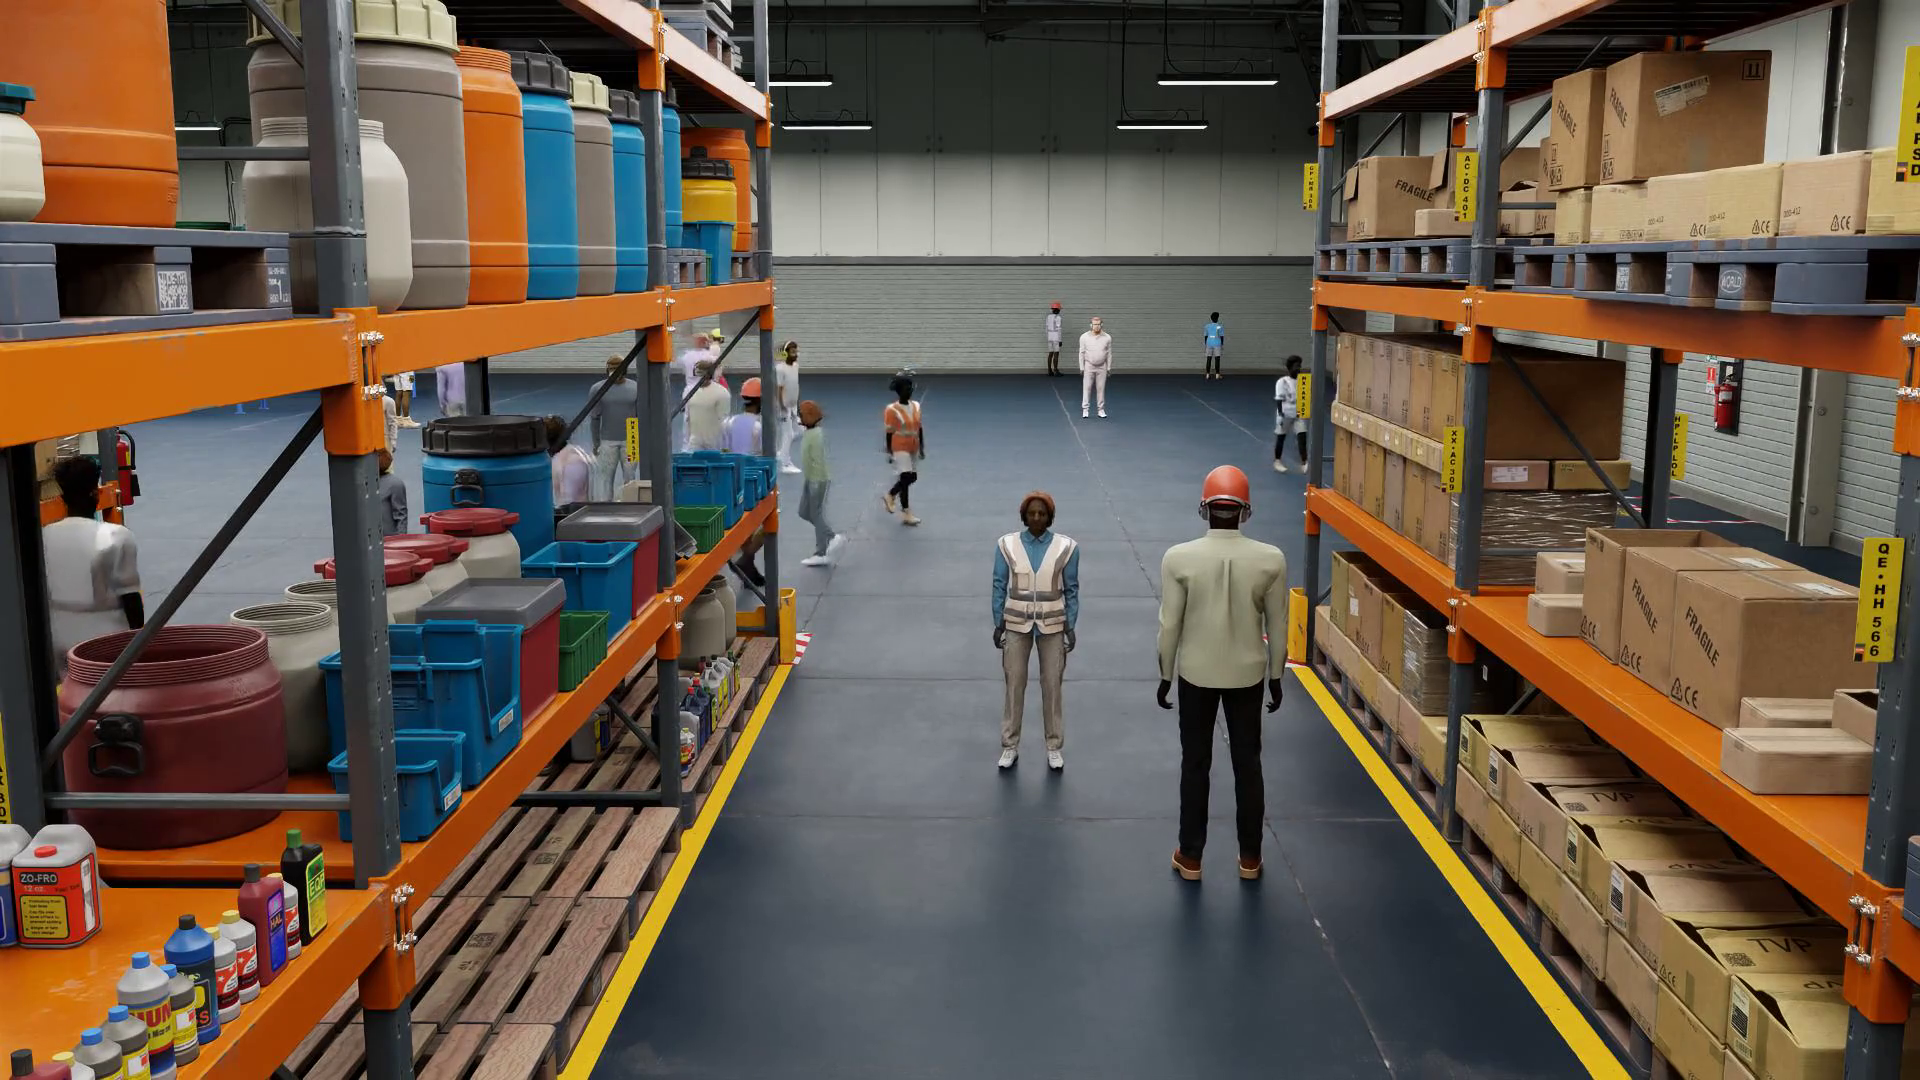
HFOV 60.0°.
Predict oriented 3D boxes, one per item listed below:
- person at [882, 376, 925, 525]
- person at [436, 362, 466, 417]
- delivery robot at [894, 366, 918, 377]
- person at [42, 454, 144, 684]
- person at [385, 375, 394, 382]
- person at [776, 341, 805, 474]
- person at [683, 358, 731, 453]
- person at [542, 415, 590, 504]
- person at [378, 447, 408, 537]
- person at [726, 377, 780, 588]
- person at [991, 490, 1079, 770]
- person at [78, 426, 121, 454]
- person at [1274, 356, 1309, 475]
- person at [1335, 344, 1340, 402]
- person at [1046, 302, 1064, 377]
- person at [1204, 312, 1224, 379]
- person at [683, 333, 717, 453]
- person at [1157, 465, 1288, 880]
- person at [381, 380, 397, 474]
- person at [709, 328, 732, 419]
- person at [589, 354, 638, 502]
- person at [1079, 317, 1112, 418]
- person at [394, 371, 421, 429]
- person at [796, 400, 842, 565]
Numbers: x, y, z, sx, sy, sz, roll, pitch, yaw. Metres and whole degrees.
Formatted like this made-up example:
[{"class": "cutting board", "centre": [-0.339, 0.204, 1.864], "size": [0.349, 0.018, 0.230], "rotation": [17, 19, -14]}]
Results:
[{"class": "person", "centre": [-0.684, -1.043, 18.979], "size": [0.657, 1.676, 0.533], "rotation": [9, 13, 42]}, {"class": "person", "centre": [-7.163, -1.981, 23.845], "size": [0.645, 1.929, 0.535], "rotation": [-3, 10, -18]}, {"class": "delivery robot", "centre": [-1.259, -3.932, 38.707], "size": [0.335, 0.223, 0.698], "rotation": [6, 12, 34]}, {"class": "person", "centre": [-4.555, 0.527, 8.725], "size": [0.638, 1.953, 0.509], "rotation": [1, 10, 6]}, {"class": "person", "centre": [-14.440, -4.918, 41.231], "size": [1.031, 2.000, 0.698], "rotation": [7, 12, 36]}, {"class": "person", "centre": [-2.390, -1.863, 23.348], "size": [0.418, 1.854, 0.559], "rotation": [5, 11, 27]}, {"class": "person", "centre": [-2.833, -1.122, 18.849], "size": [0.640, 1.889, 1.033], "rotation": [4, 10, 25]}, {"class": "person", "centre": [-3.108, -0.039, 12.588], "size": [0.688, 1.809, 0.620], "rotation": [-8, 13, -41]}, {"class": "person", "centre": [-4.412, 0.040, 12.624], "size": [0.499, 1.633, 0.283], "rotation": [4, 10, 21]}, {"class": "person", "centre": [-1.895, -0.509, 15.072], "size": [0.539, 1.923, 0.486], "rotation": [7, 12, 36]}, {"class": "person", "centre": [0.438, 0.520, 9.720], "size": [0.511, 1.643, 0.308], "rotation": [1, 10, 4]}, {"class": "person", "centre": [-9.088, -0.833, 17.480], "size": [0.522, 1.761, 0.322], "rotation": [-8, 13, -41]}, {"class": "person", "centre": [4.650, -1.732, 23.150], "size": [0.550, 1.647, 0.881], "rotation": [-4, 10, -21]}, {"class": "person", "centre": [7.805, -3.435, 33.520], "size": [0.525, 1.602, 0.821], "rotation": [7, 12, 34]}, {"class": "person", "centre": [2.484, -5.230, 43.280], "size": [0.362, 1.935, 0.553], "rotation": [-6, 11, -34]}, {"class": "person", "centre": [6.462, -4.940, 42.263], "size": [0.540, 1.696, 0.316], "rotation": [6, 11, 31]}, {"class": "person", "centre": [-3.983, -2.268, 25.780], "size": [0.658, 1.850, 1.000], "rotation": [5, 11, 26]}, {"class": "person", "centre": [1.251, 0.634, 7.980], "size": [0.625, 1.992, 0.389], "rotation": [0, 9, 0]}, {"class": "person", "centre": [-6.972, -1.174, 19.892], "size": [0.499, 1.633, 0.289], "rotation": [2, 10, 10]}, {"class": "person", "centre": [-4.397, -3.018, 30.617], "size": [0.715, 1.743, 0.530], "rotation": [-5, 11, -29]}, {"class": "person", "centre": [-3.793, -1.096, 18.525], "size": [0.630, 1.936, 0.369], "rotation": [-3, 10, -16]}, {"class": "person", "centre": [2.588, -3.288, 31.745], "size": [0.640, 1.909, 0.409], "rotation": [-1, 10, -7]}, {"class": "person", "centre": [-9.936, -3.027, 29.772], "size": [0.615, 2.040, 0.391], "rotation": [9, 13, 43]}, {"class": "person", "centre": [-1.406, -0.568, 16.290], "size": [0.398, 1.617, 0.519], "rotation": [-3, 10, -18]}]
